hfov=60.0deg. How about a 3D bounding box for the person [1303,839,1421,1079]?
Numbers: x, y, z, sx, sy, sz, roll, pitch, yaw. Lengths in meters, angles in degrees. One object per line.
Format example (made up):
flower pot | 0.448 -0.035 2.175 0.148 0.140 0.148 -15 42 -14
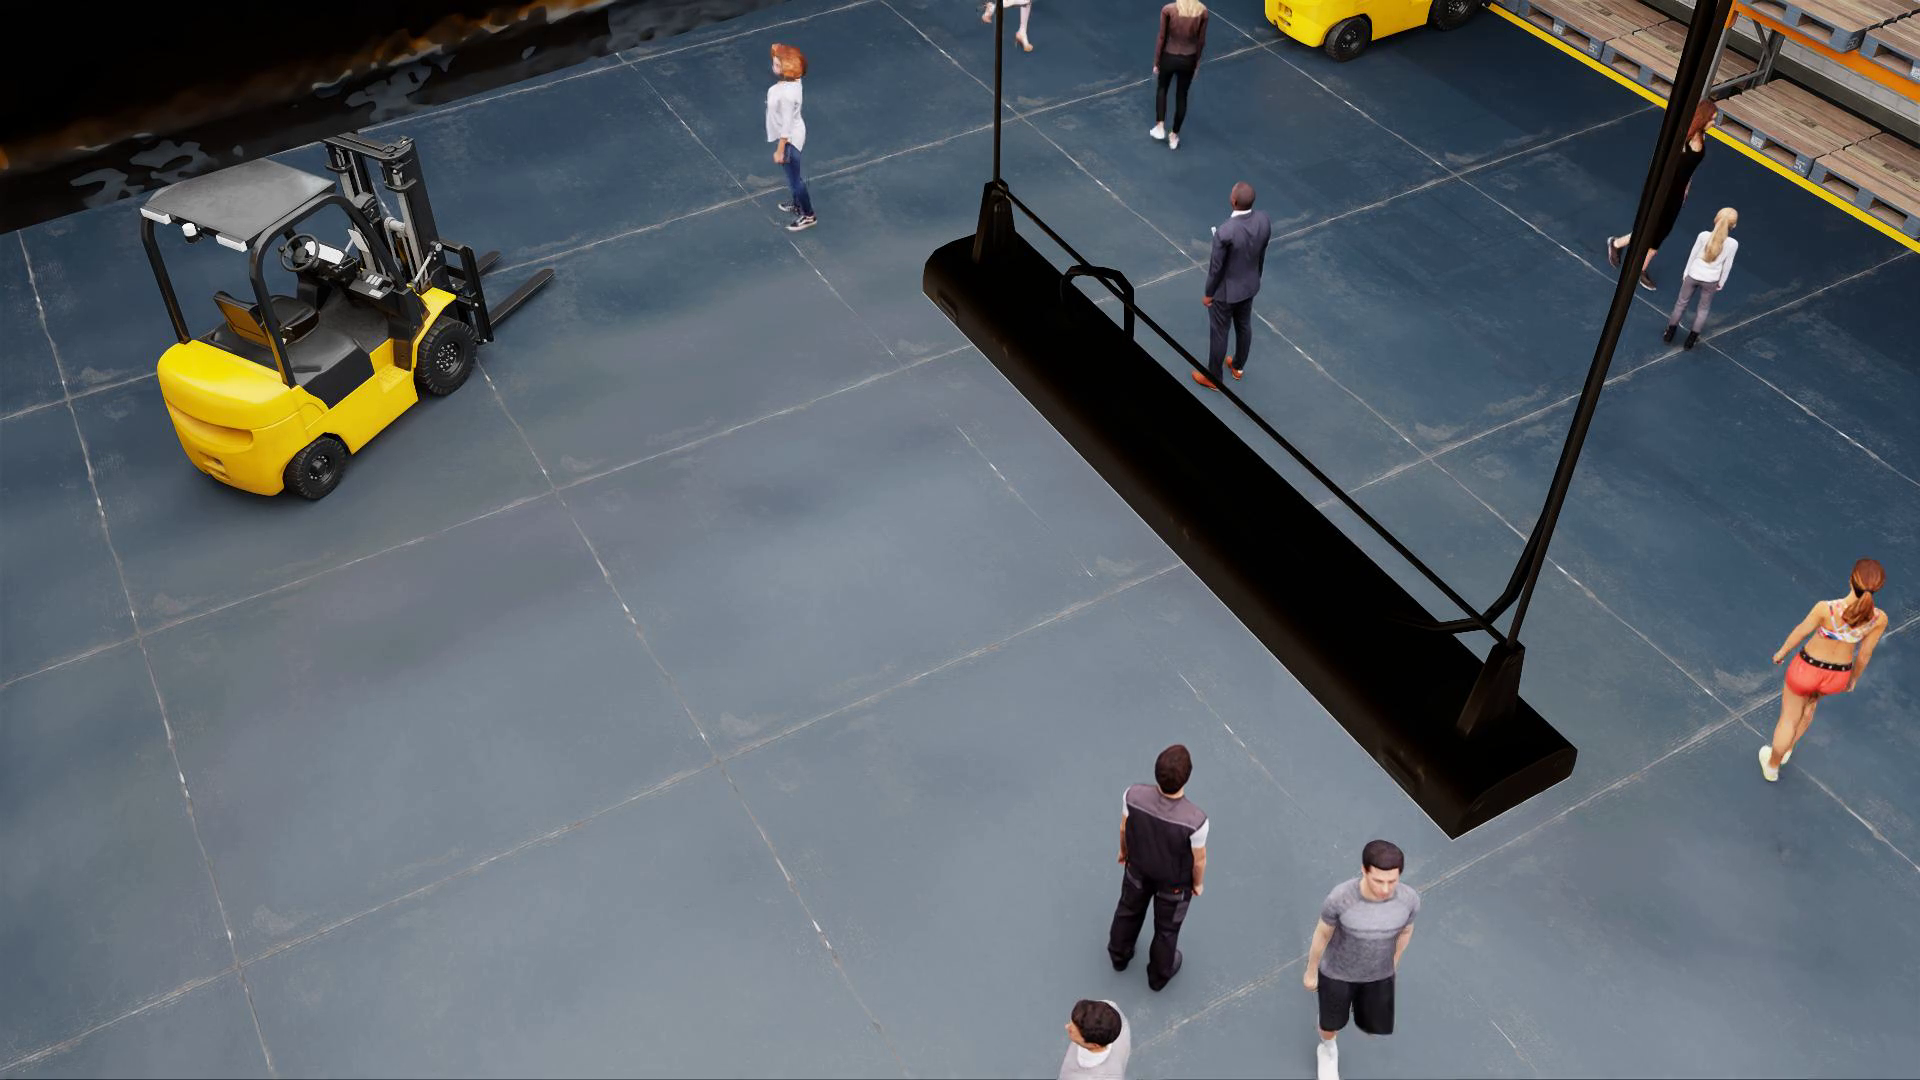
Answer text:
person | 2.027 2.113 8.573 0.887 1.854 0.973 2 44 2

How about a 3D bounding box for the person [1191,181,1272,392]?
person | 2.120 -1.959 12.869 0.674 1.824 0.588 -21 48 -21

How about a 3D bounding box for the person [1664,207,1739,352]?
person | 5.999 -2.115 13.429 0.539 1.277 0.619 21 47 21

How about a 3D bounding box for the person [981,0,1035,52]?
person | 0.567 -5.868 17.005 0.952 1.779 0.817 24 49 23

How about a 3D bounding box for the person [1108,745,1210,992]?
person | 1.072 1.764 8.947 0.698 1.843 0.808 23 48 22

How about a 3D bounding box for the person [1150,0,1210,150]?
person | 2.054 -4.428 15.559 0.720 1.688 0.742 -1 44 -1

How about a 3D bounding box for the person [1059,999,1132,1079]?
person | 0.683 2.726 7.893 1.113 1.904 1.051 11 45 11

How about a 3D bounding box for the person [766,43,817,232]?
person | -1.491 -3.559 14.630 0.842 1.712 0.734 5 44 5

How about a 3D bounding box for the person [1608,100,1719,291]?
person | 5.878 -2.937 13.979 0.612 1.709 0.779 -20 47 -20

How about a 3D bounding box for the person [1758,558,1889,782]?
person | 5.142 0.851 9.952 0.731 1.779 0.788 9 44 9
